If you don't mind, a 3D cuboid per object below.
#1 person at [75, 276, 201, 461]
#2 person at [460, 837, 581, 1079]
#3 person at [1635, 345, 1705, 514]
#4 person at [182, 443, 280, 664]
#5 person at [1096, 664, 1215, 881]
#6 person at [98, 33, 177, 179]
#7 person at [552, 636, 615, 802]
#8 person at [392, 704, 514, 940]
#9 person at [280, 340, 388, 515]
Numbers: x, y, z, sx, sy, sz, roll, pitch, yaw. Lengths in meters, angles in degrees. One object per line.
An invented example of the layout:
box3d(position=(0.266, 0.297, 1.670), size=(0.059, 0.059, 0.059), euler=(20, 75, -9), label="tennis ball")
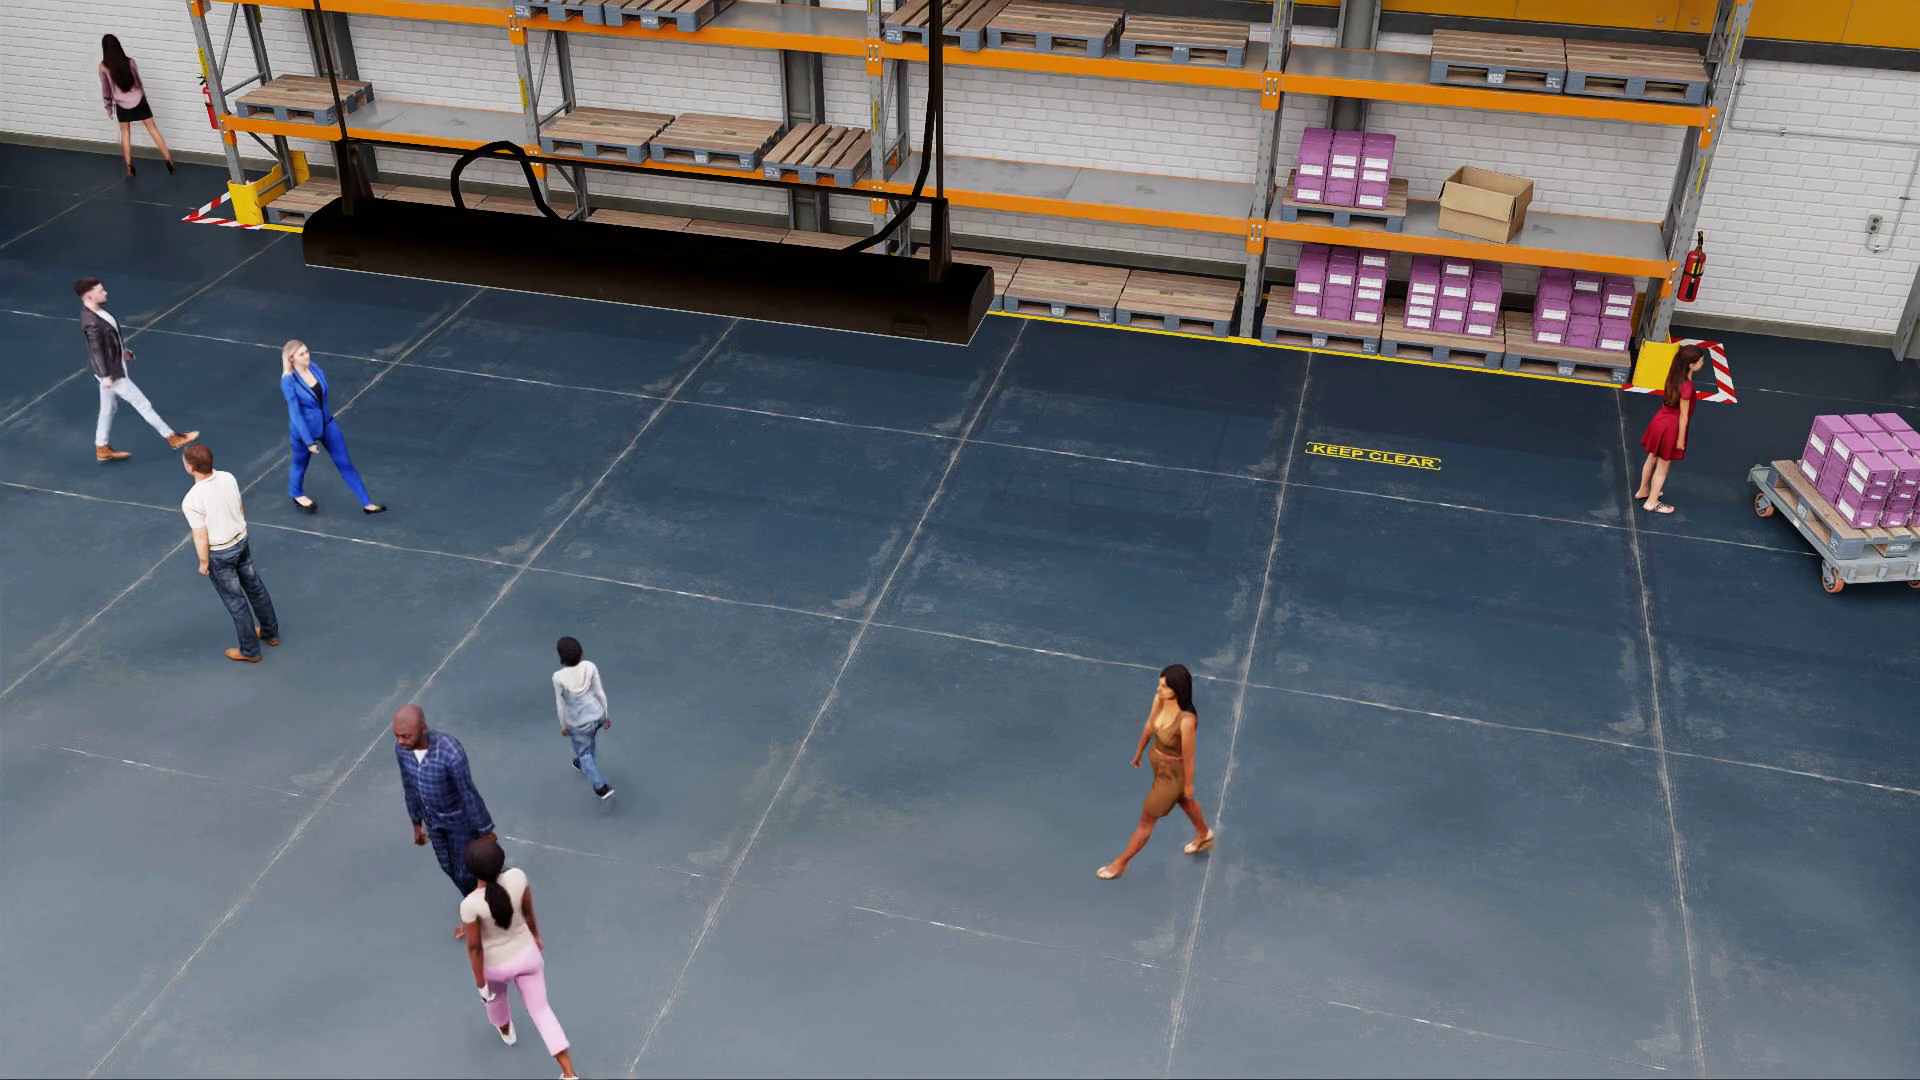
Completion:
box3d(position=(-7.659, -1.481, 14.845), size=(1.218, 1.798, 1.125), euler=(-15, 37, -22), label="person")
box3d(position=(-2.429, 2.370, 9.133), size=(1.196, 1.707, 1.039), euler=(29, 43, 36), label="person")
box3d(position=(6.109, -0.976, 14.306), size=(0.681, 1.554, 0.620), euler=(-2, 34, -2), label="person")
box3d(position=(-5.471, 0.081, 12.441), size=(0.587, 1.857, 0.673), euler=(11, 35, 16), label="person")
box3d(position=(1.405, 1.466, 10.558), size=(1.150, 1.635, 0.988), euler=(-11, 35, -17), label="person")
box3d(position=(-10.361, -5.373, 20.709), size=(0.859, 1.788, 0.925), euler=(-17, 37, -24), label="person")
box3d(position=(-2.541, 1.226, 11.278), size=(0.738, 1.238, 0.875), euler=(-22, 40, -30), label="person")
box3d(position=(-3.060, 1.635, 10.162), size=(0.732, 1.792, 0.829), euler=(11, 35, 16), label="person")
box3d(position=(-5.580, -0.914, 14.126), size=(1.220, 1.649, 0.770), euler=(14, 36, 20), label="person")
